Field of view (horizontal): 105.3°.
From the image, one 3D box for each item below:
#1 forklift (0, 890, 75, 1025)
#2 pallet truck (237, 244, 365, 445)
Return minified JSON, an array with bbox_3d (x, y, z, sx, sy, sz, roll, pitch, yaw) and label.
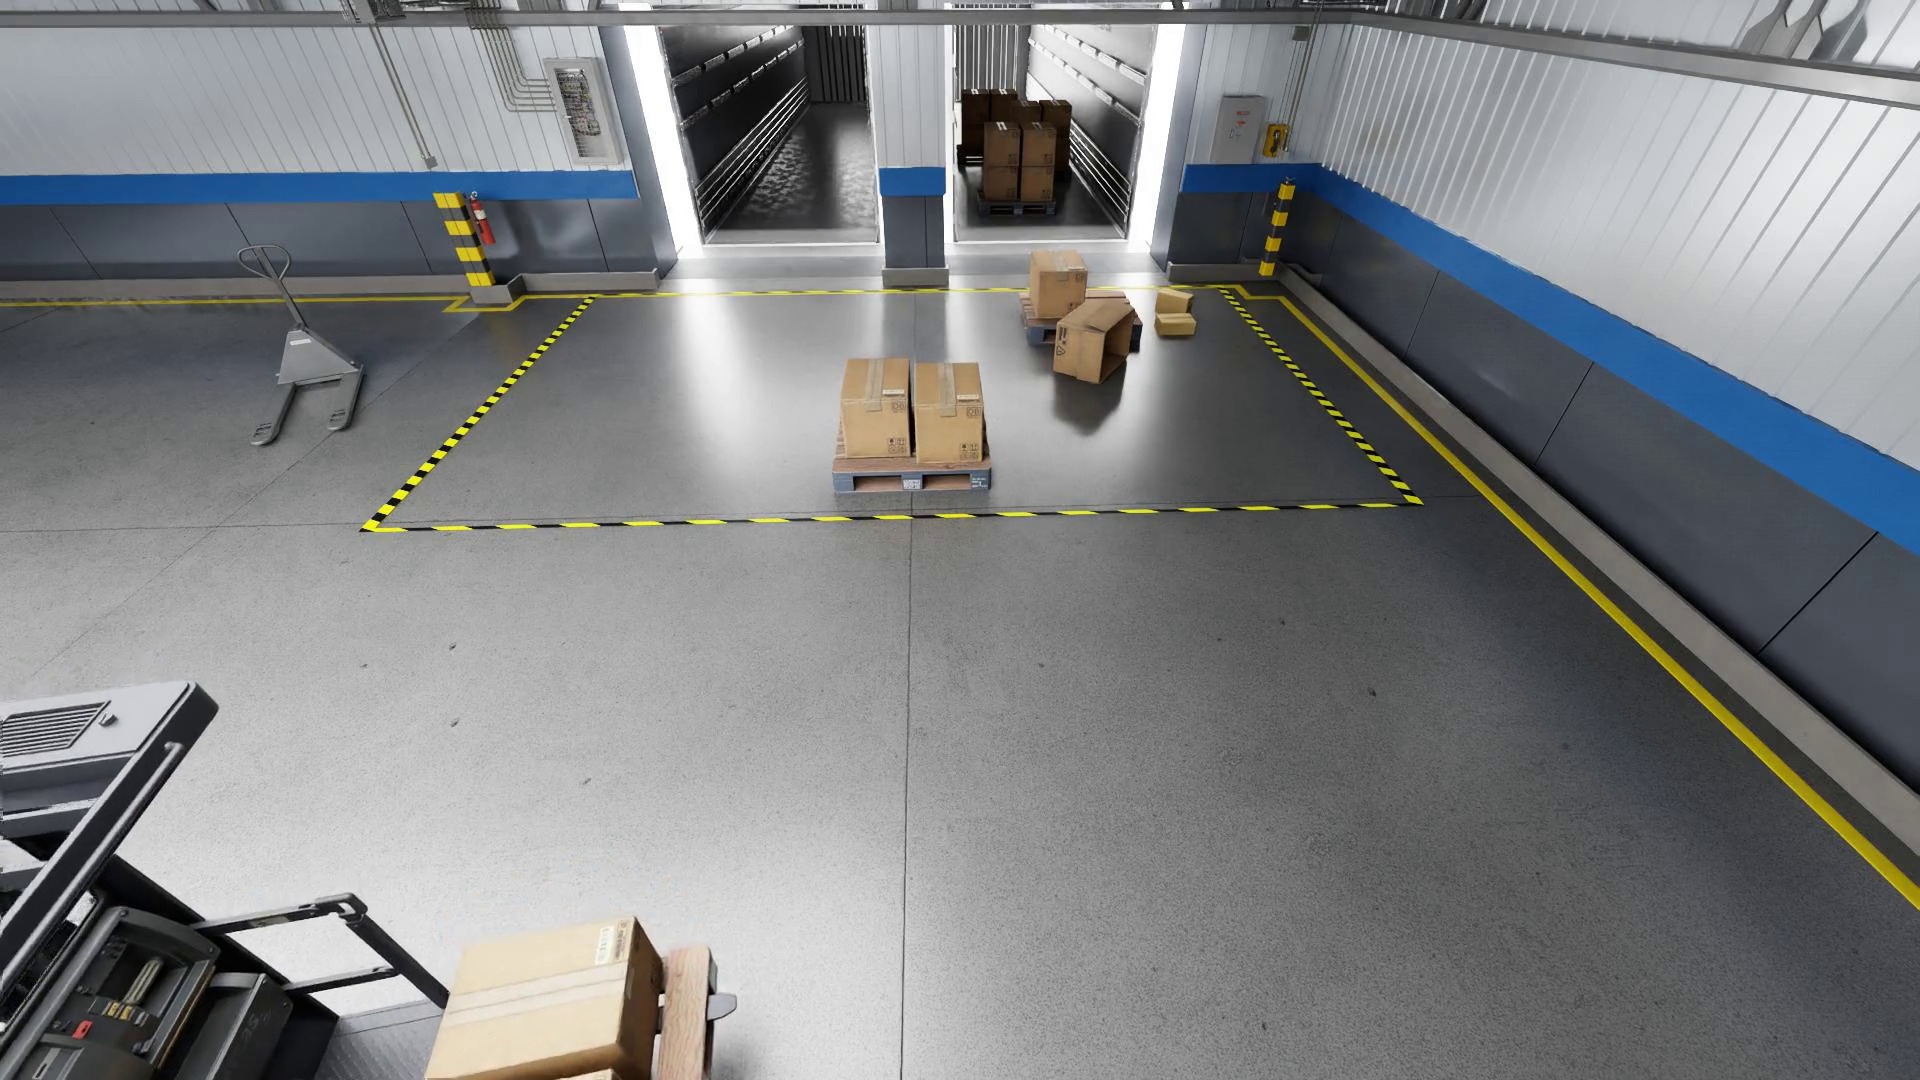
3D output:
[{"bbox_3d":[-2.329,1.466,1.689,0.776,2.013,0.716,-7,39,-9],"label":"forklift"},{"bbox_3d":[-5.915,-1.733,6.366,0.680,1.201,1.601,-18,42,-21],"label":"pallet truck"}]
